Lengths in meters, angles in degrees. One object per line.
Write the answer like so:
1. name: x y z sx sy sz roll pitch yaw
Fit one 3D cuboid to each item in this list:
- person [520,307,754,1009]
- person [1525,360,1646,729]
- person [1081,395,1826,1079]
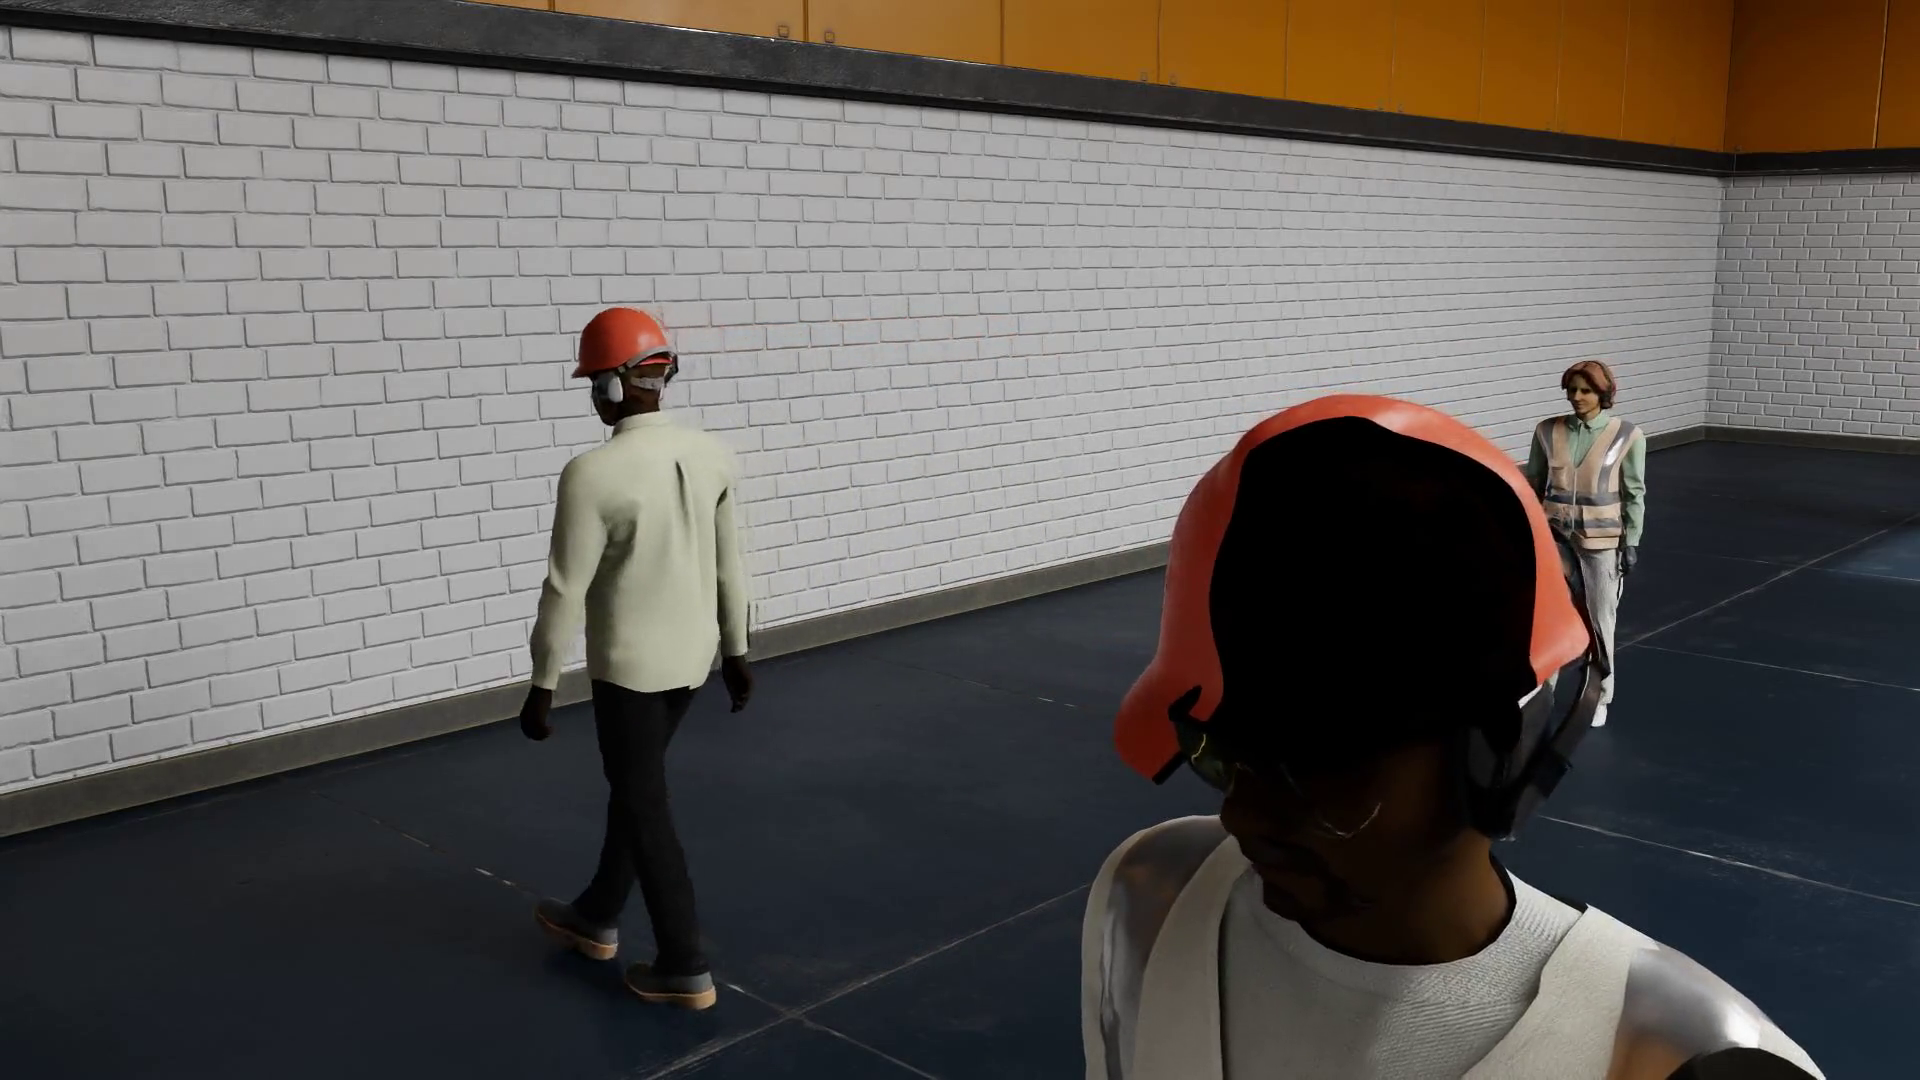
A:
1. person: -1.008 0.331 4.727 0.804 1.955 0.658 6 11 29
2. person: 2.769 0.018 7.427 0.523 1.636 0.310 8 13 38
3. person: 0.276 0.906 1.249 0.605 2.033 0.392 10 14 44
